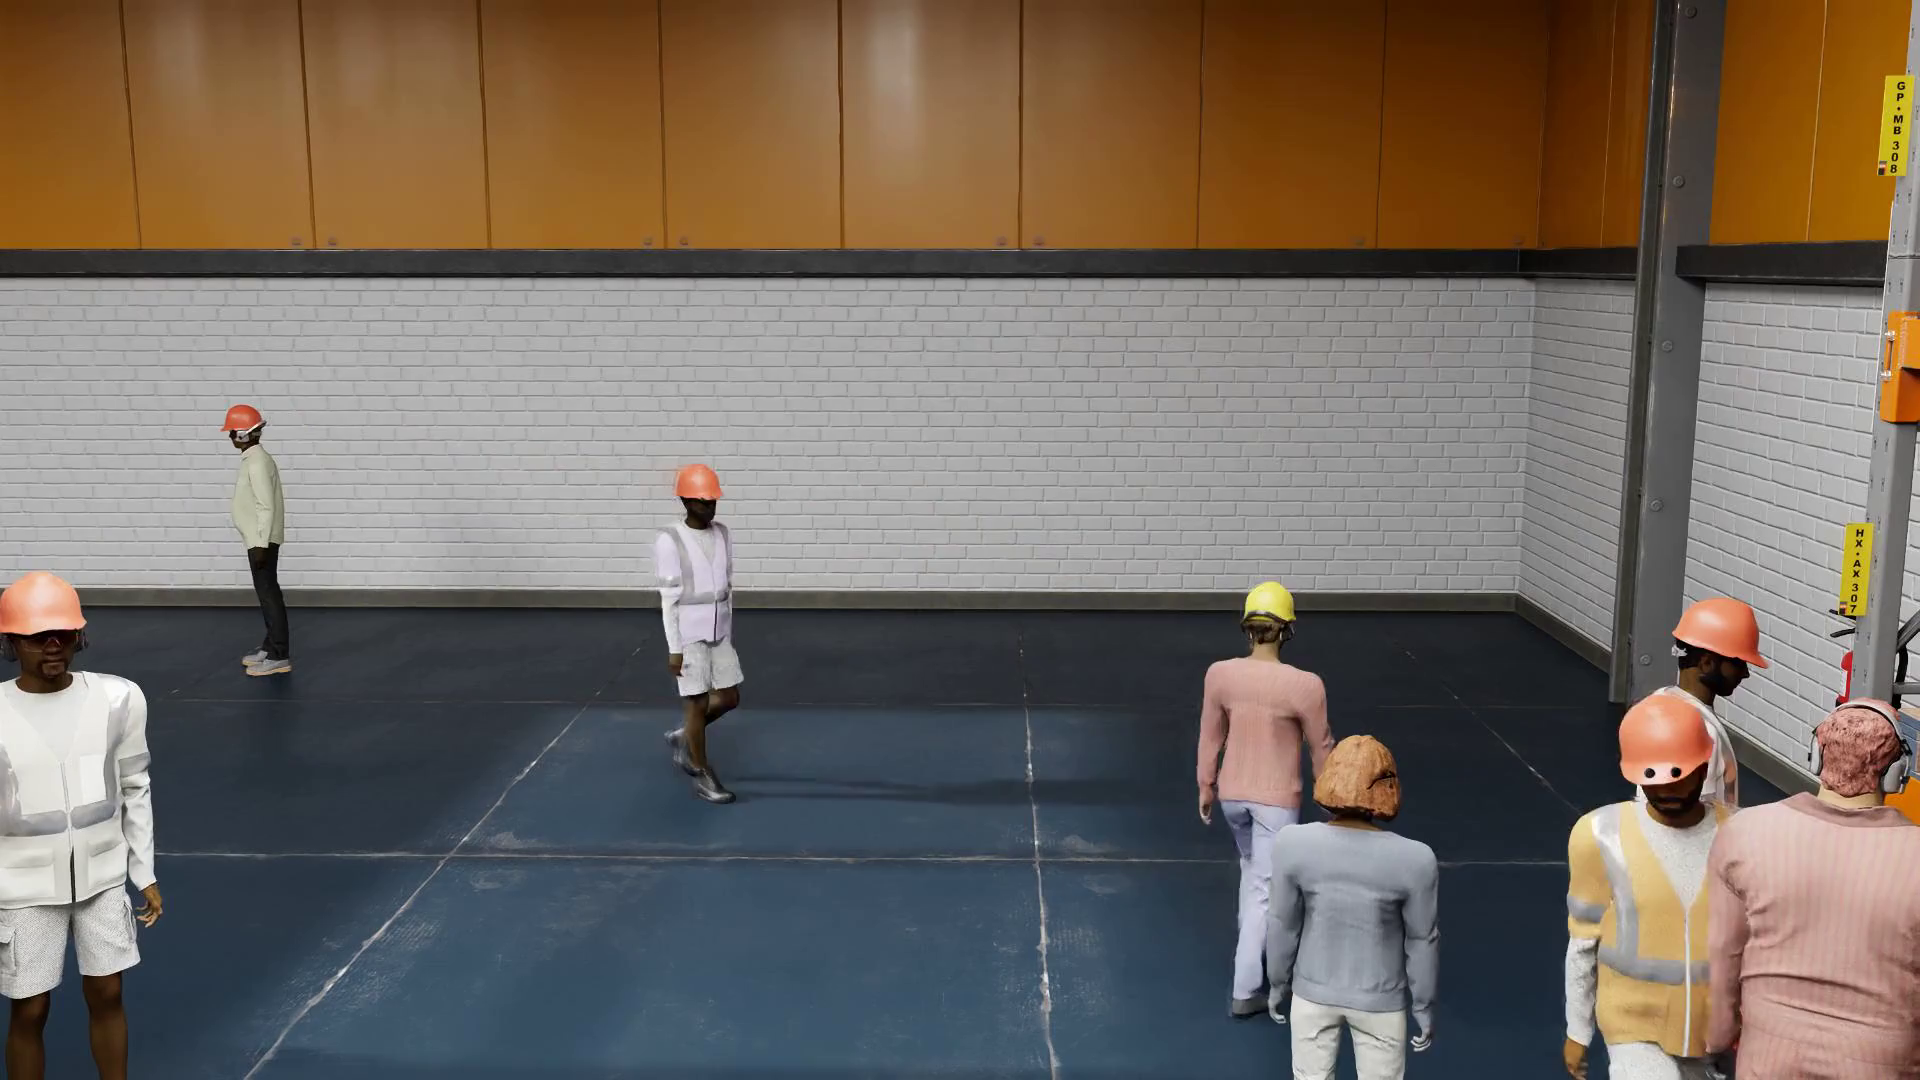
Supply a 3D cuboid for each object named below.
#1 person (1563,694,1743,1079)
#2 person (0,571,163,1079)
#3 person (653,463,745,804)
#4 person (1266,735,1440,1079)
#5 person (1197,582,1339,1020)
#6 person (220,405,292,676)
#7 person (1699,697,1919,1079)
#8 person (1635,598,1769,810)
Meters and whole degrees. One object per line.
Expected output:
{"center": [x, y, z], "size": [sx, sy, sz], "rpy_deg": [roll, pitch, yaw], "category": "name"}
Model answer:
{"center": [1.986, 1.321, 4.659], "size": [0.612, 1.885, 0.975], "rpy_deg": [1, 10, 6], "category": "person"}
{"center": [-2.916, 1.110, 5.407], "size": [0.607, 2.048, 0.365], "rpy_deg": [-9, 13, -43], "category": "person"}
{"center": [-1.484, 0.516, 9.358], "size": [0.544, 1.923, 0.548], "rpy_deg": [8, 12, 40], "category": "person"}
{"center": [1.173, 1.384, 4.999], "size": [0.507, 1.631, 0.280], "rpy_deg": [4, 10, 23], "category": "person"}
{"center": [1.277, 1.034, 6.779], "size": [0.538, 1.741, 0.704], "rpy_deg": [8, 13, 41], "category": "person"}
{"center": [-5.172, -0.003, 12.239], "size": [0.392, 1.989, 0.617], "rpy_deg": [-4, 10, -24], "category": "person"}
{"center": [2.300, 1.350, 4.387], "size": [0.655, 1.906, 0.407], "rpy_deg": [7, 12, 36], "category": "person"}
{"center": [2.449, 1.140, 5.582], "size": [0.374, 1.928, 0.542], "rpy_deg": [1, 10, 8], "category": "person"}
